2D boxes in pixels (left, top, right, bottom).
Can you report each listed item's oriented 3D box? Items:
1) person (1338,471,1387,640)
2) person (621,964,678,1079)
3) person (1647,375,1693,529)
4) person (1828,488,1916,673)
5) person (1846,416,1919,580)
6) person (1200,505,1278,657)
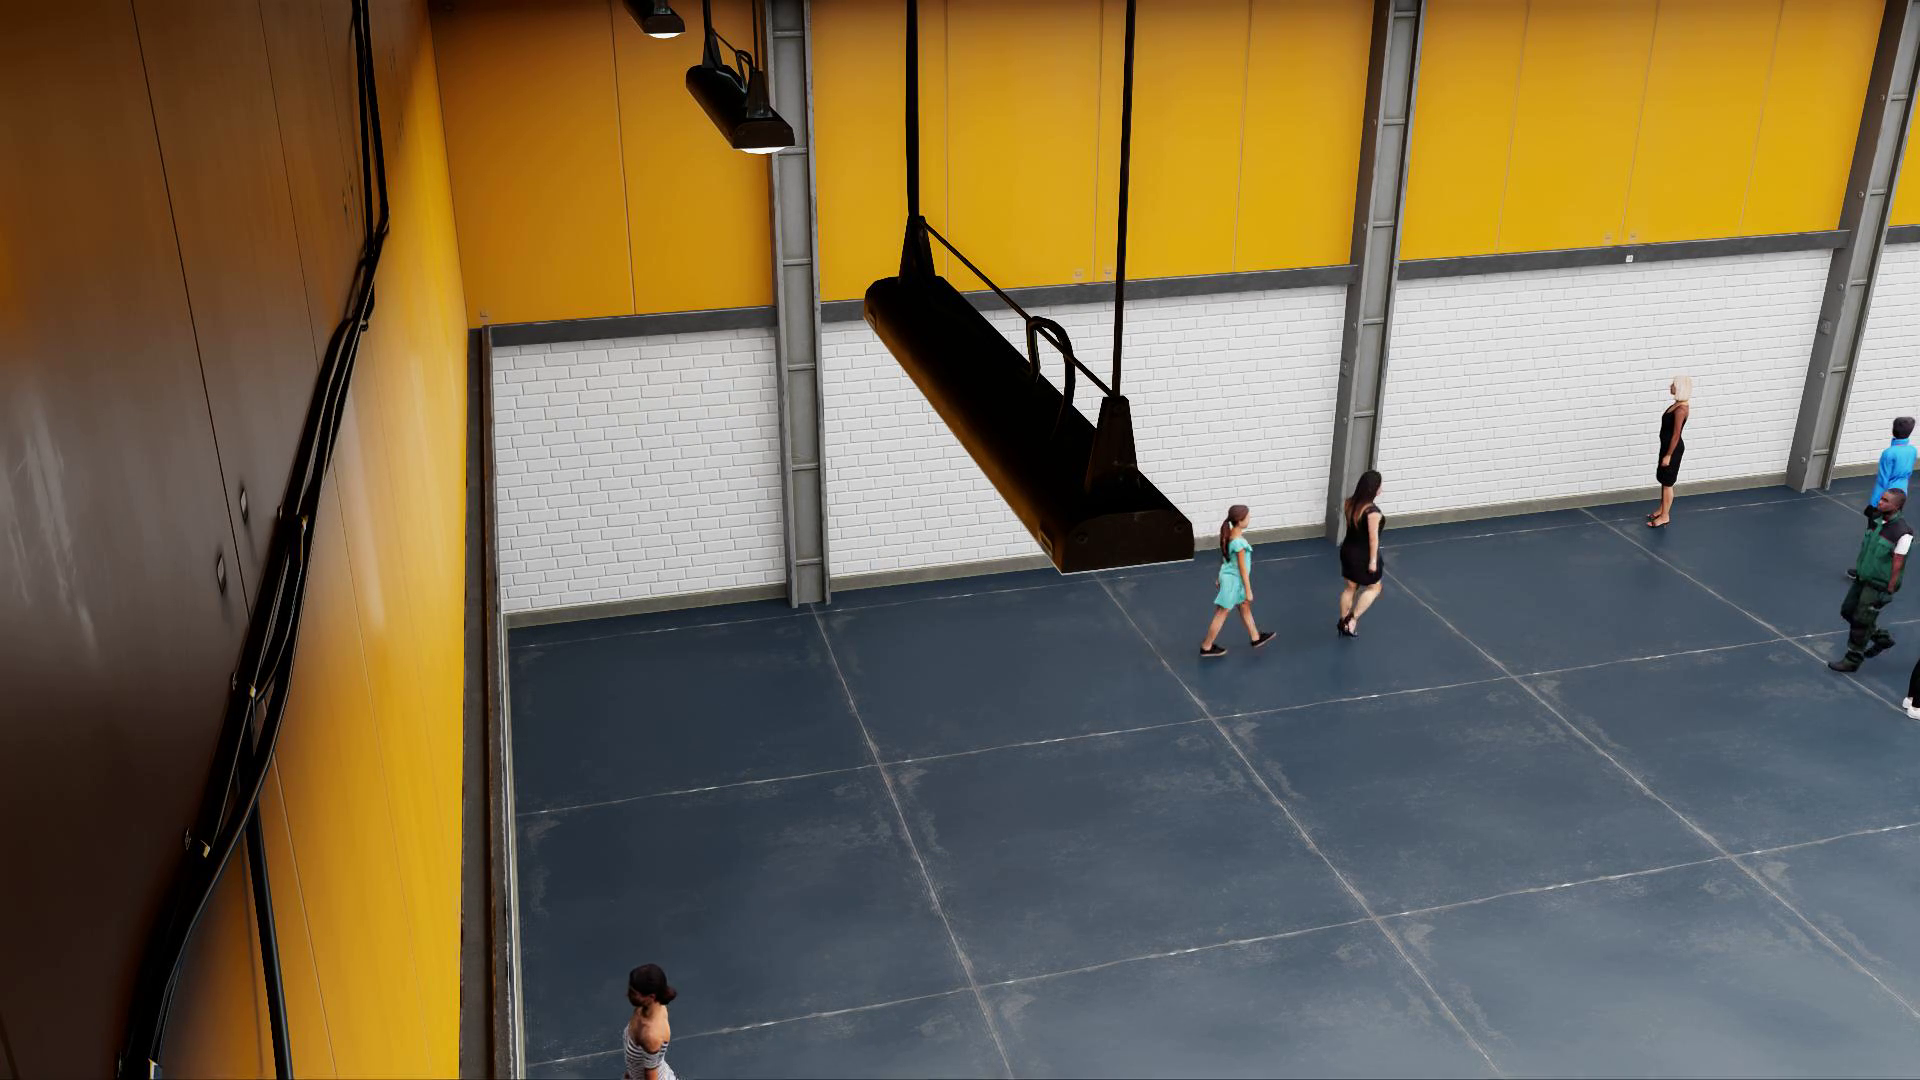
[{"bbox_3d":[3.725,0.182,15.743,0.671,1.699,0.709,-10,25,-21],"label":"person"},{"bbox_3d":[-1.601,3.049,9.040,0.599,1.816,0.624,-5,24,-11],"label":"person"},{"bbox_3d":[7.851,-0.985,18.354,0.700,1.747,0.672,9,25,21],"label":"person"},{"bbox_3d":[8.410,0.386,15.119,0.913,1.826,0.762,-2,24,-4],"label":"person"},{"bbox_3d":[9.484,-0.409,16.978,0.517,1.794,0.710,-10,26,-22],"label":"person"},{"bbox_3d":[2.459,0.409,15.444,1.008,1.525,0.638,-3,24,-7],"label":"person"}]
